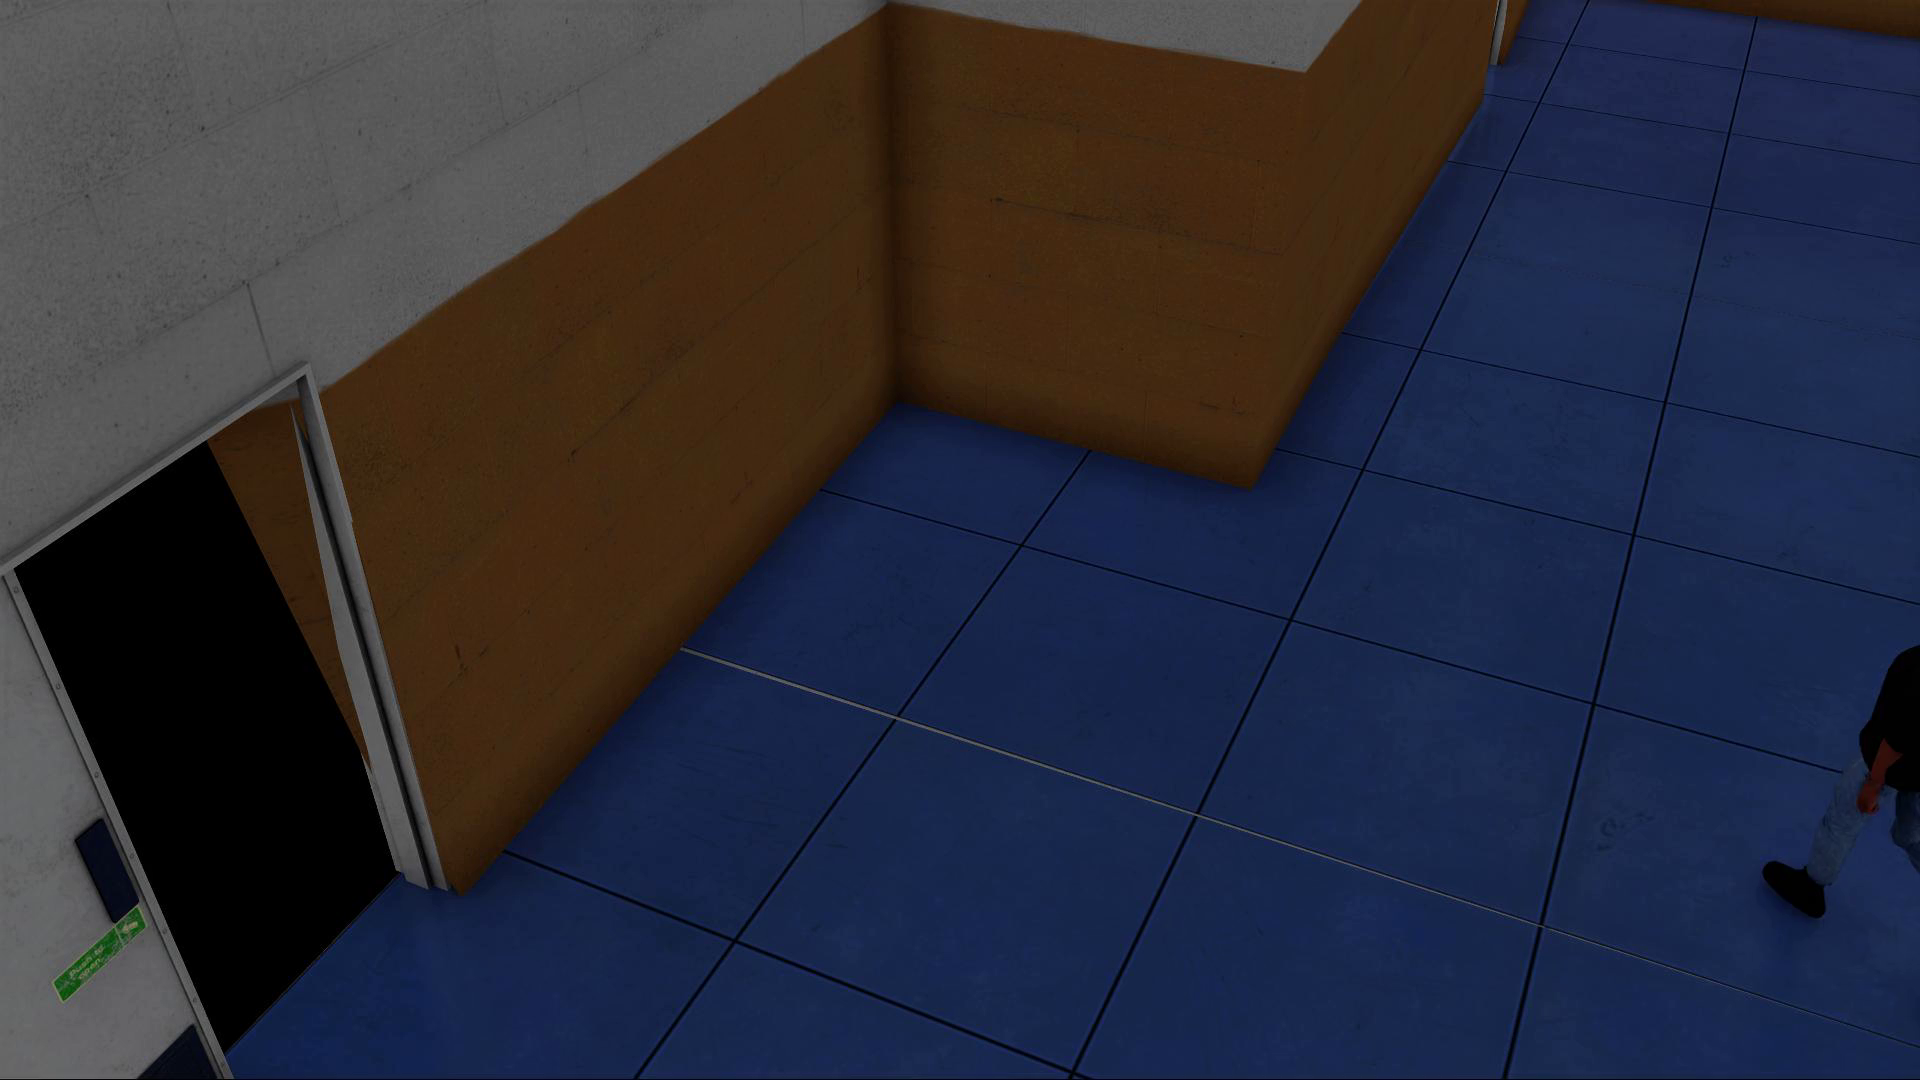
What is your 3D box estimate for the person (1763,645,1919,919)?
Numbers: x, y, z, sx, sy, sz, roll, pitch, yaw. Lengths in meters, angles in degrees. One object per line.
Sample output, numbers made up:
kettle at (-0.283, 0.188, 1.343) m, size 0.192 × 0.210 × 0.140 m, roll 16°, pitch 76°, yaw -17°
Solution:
person at (3.253, 0.814, 5.578) m, size 0.992 × 1.674 × 1.023 m, roll -11°, pitch 38°, yaw -14°
